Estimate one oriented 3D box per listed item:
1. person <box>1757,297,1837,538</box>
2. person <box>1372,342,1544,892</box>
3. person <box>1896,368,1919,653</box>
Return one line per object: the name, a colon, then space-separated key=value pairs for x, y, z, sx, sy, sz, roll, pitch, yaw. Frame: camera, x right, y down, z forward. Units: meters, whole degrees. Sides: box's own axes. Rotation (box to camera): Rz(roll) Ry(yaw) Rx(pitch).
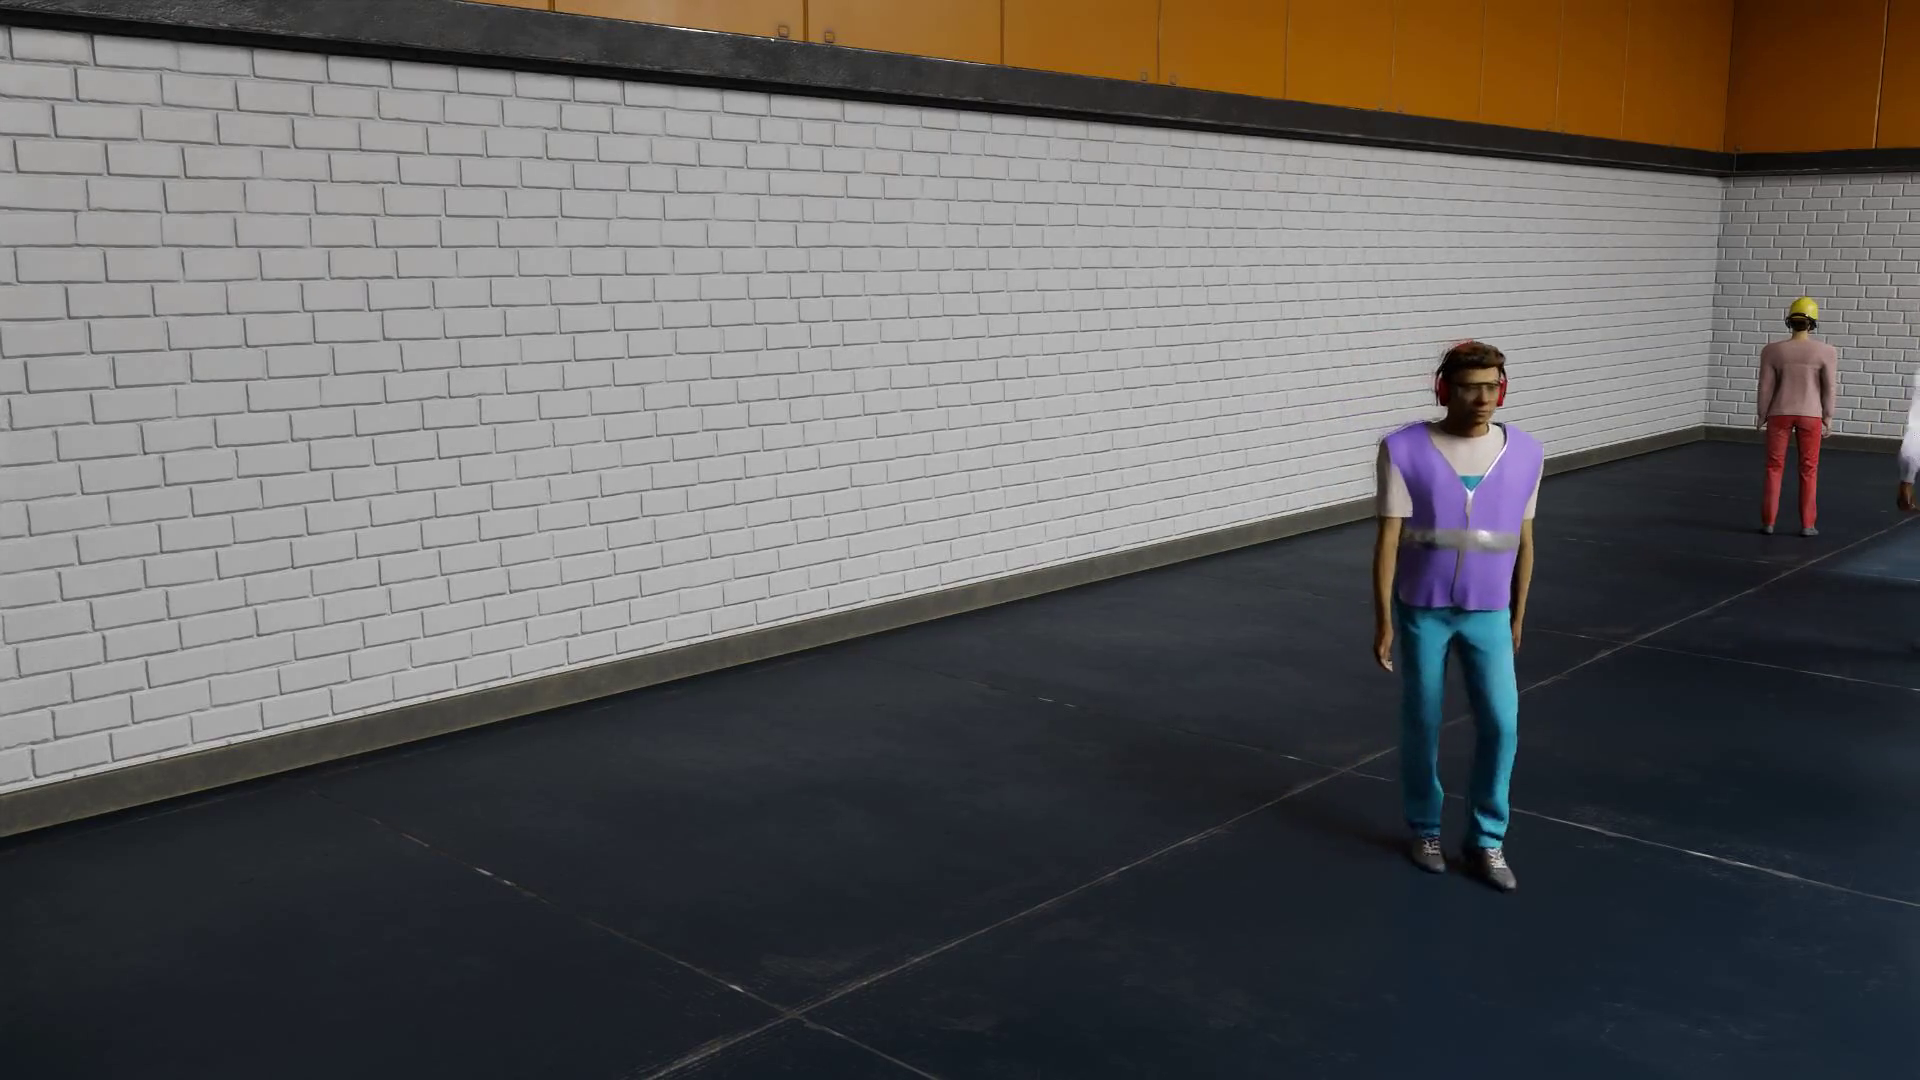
person: x=6.165 y=-0.900 z=12.284 sx=0.523 sy=1.769 sz=0.316 roll=6 pitch=11 yaw=29
person: x=1.648 y=0.260 z=5.536 sx=0.580 sy=1.823 sz=0.630 roll=0 pitch=10 yaw=2
person: x=5.164 y=-0.343 z=8.641 sx=0.641 sy=1.927 sz=0.501 roll=-2 pitch=10 yaw=-10
